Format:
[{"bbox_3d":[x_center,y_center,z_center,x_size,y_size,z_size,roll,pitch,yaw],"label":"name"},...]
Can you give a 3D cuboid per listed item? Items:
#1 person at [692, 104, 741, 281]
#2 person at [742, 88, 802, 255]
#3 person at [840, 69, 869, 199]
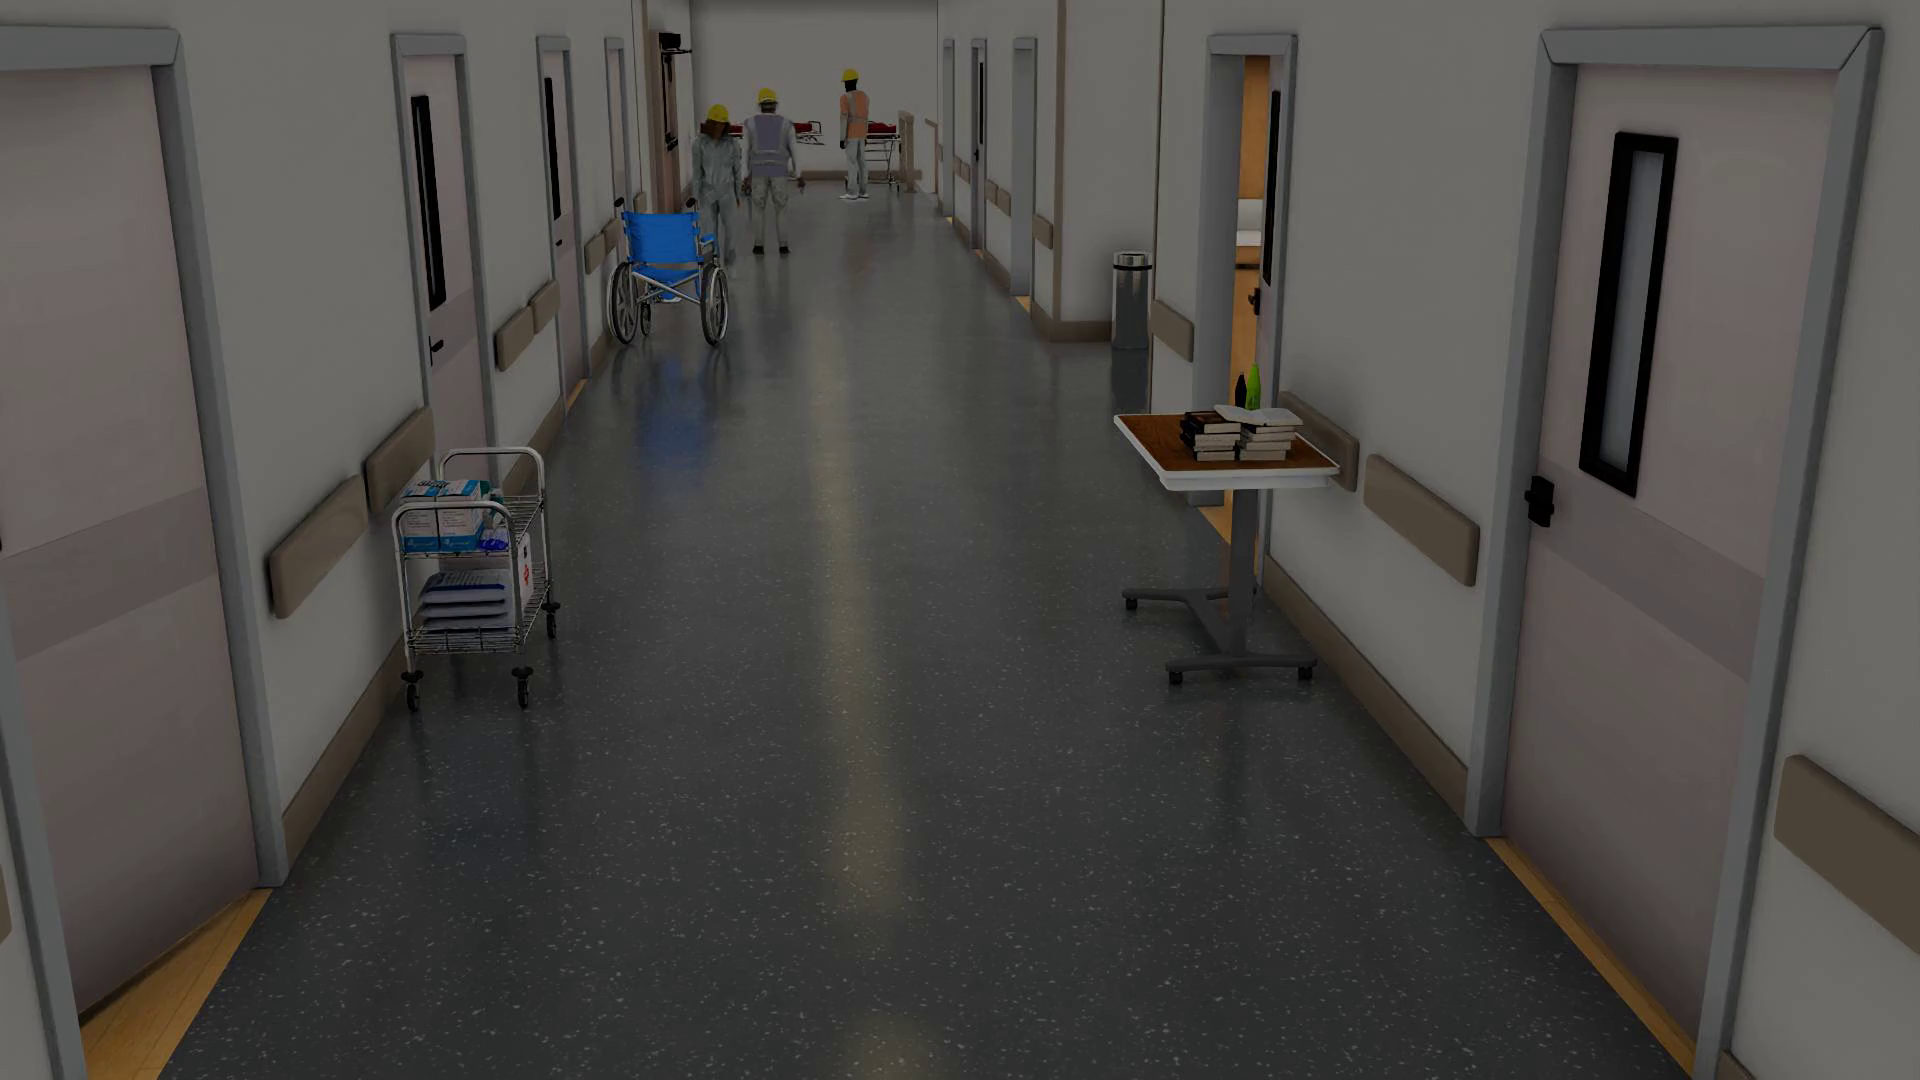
[{"bbox_3d":[-2.364,-3.361,16.226,0.493,1.726,0.402,-4,17,-12],"label":"person"},{"bbox_3d":[-2.094,-4.103,18.558,0.652,1.815,0.430,-2,17,-7],"label":"person"},{"bbox_3d":[-1.611,-6.116,25.103,0.397,1.920,0.586,12,21,35],"label":"person"}]
